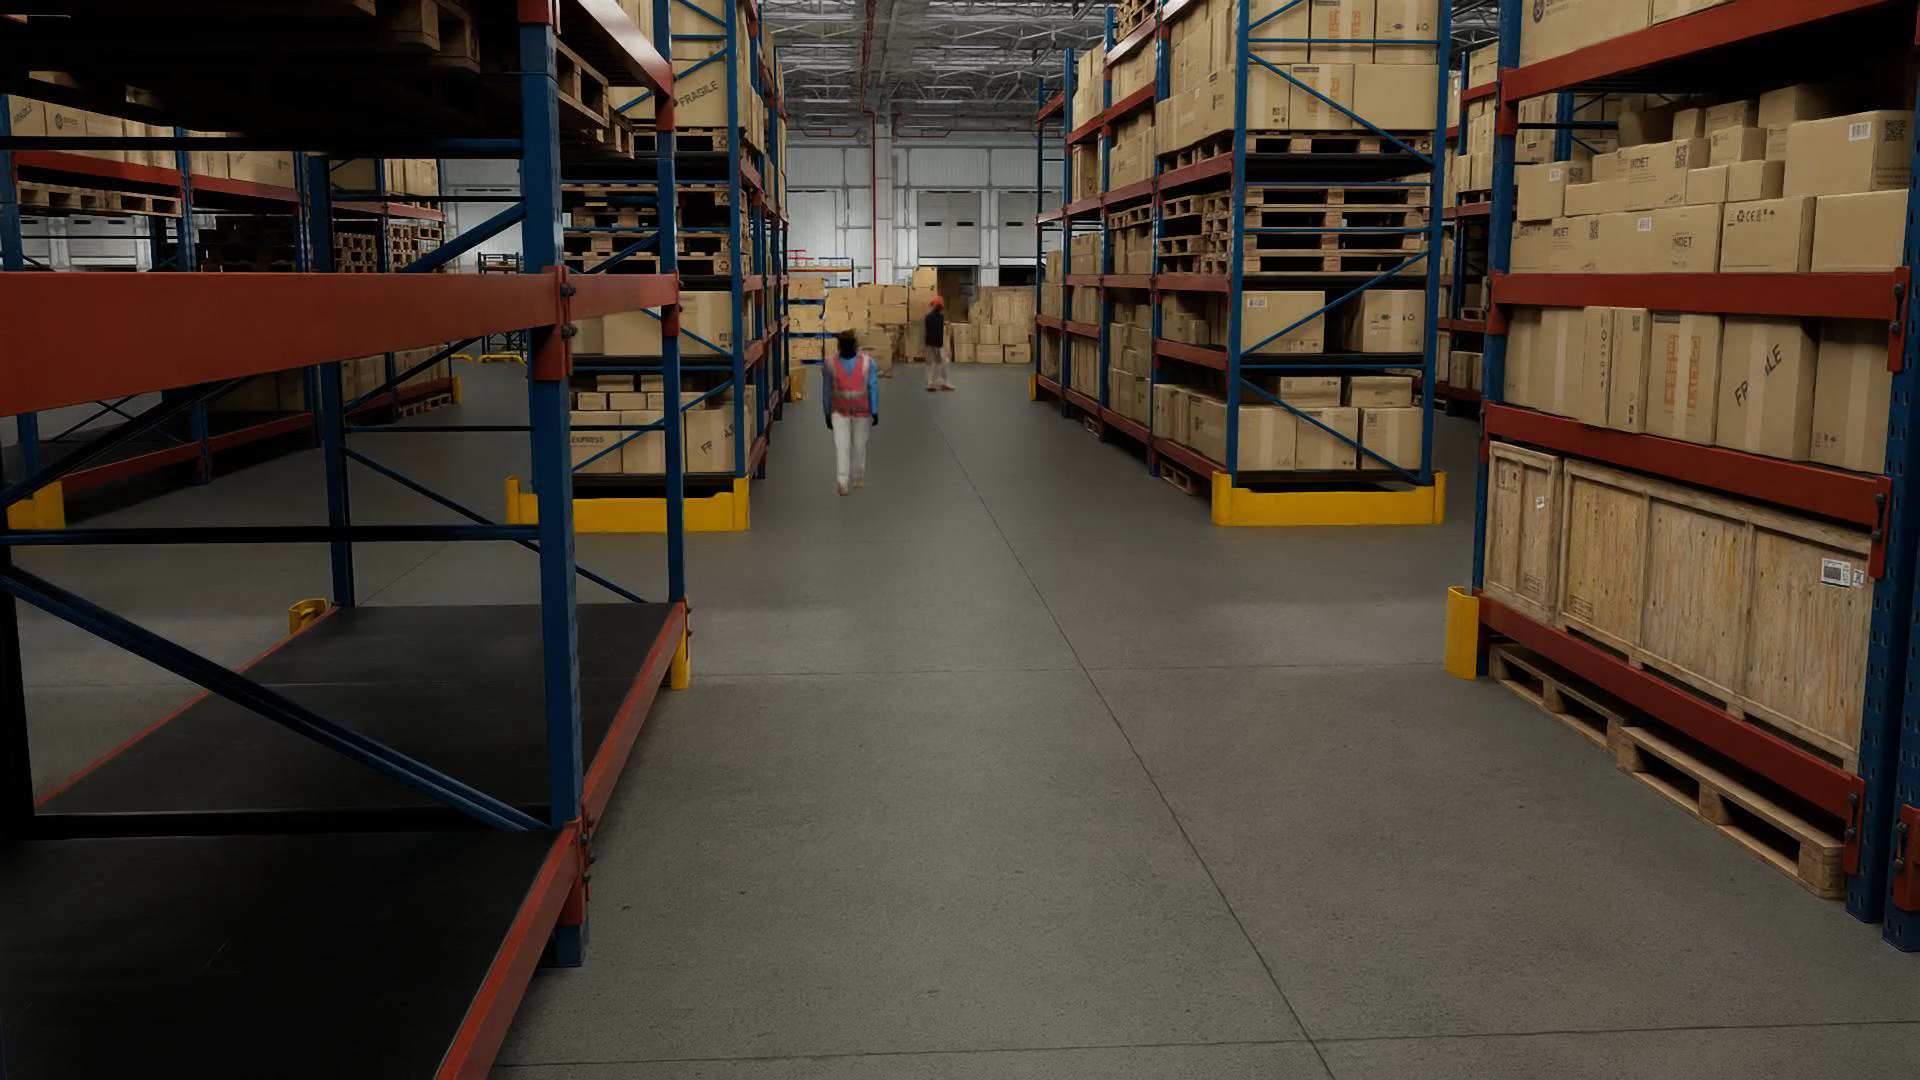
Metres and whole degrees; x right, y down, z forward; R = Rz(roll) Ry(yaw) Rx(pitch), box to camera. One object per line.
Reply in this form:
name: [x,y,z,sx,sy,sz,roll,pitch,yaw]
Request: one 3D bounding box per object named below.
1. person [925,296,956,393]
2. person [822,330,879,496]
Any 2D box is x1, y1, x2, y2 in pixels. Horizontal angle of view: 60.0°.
person: [-0.407,-3.976,33.931,0.765,1.964,0.628,7,11,36]
person: [-1.215,-1.424,18.444,0.617,1.809,0.932,-1,9,-6]
